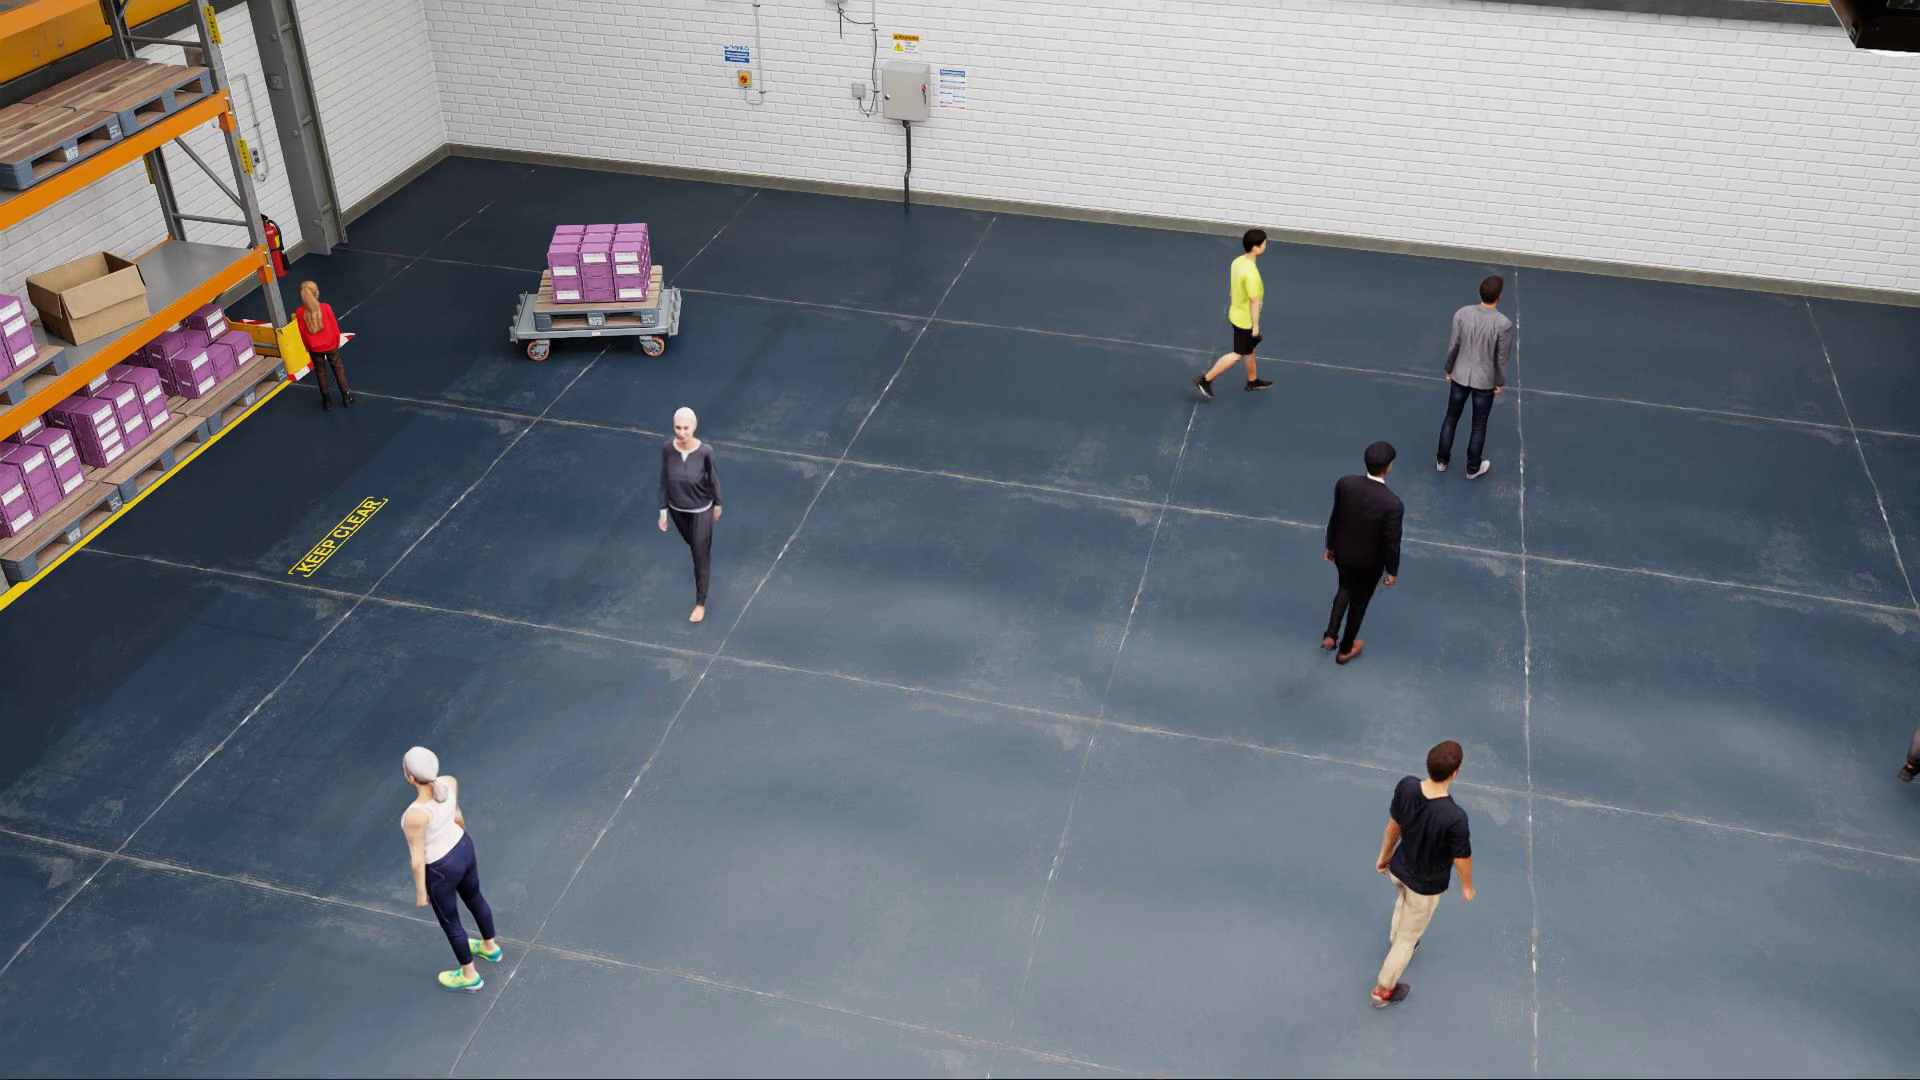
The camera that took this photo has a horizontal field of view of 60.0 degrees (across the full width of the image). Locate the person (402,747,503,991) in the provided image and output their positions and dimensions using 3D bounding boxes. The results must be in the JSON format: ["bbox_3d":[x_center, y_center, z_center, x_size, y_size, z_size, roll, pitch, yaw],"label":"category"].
[{"bbox_3d":[-2.944,1.891,9.581,0.677,1.699,0.494,10,35,15],"label":"person"}]

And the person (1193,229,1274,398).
[{"bbox_3d":[2.595,-2.088,15.582,0.988,1.681,1.101,-5,34,-8],"label":"person"}]

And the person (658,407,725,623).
[{"bbox_3d":[-2.073,-0.308,12.900,0.650,1.685,1.081,6,34,8],"label":"person"}]

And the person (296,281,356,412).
[{"bbox_3d":[-5.959,-1.825,15.549,0.580,1.282,0.622,-10,35,-14],"label":"person"}]

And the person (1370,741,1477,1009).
[{"bbox_3d":[2.526,1.941,9.387,0.978,1.831,0.912,-19,38,-26],"label":"person"}]

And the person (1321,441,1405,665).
[{"bbox_3d":[2.848,0.144,12.051,0.852,1.874,0.860,25,41,33],"label":"person"}]

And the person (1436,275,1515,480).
[{"bbox_3d":[4.456,-1.410,14.389,0.760,1.873,0.714,20,39,27],"label":"person"}]
